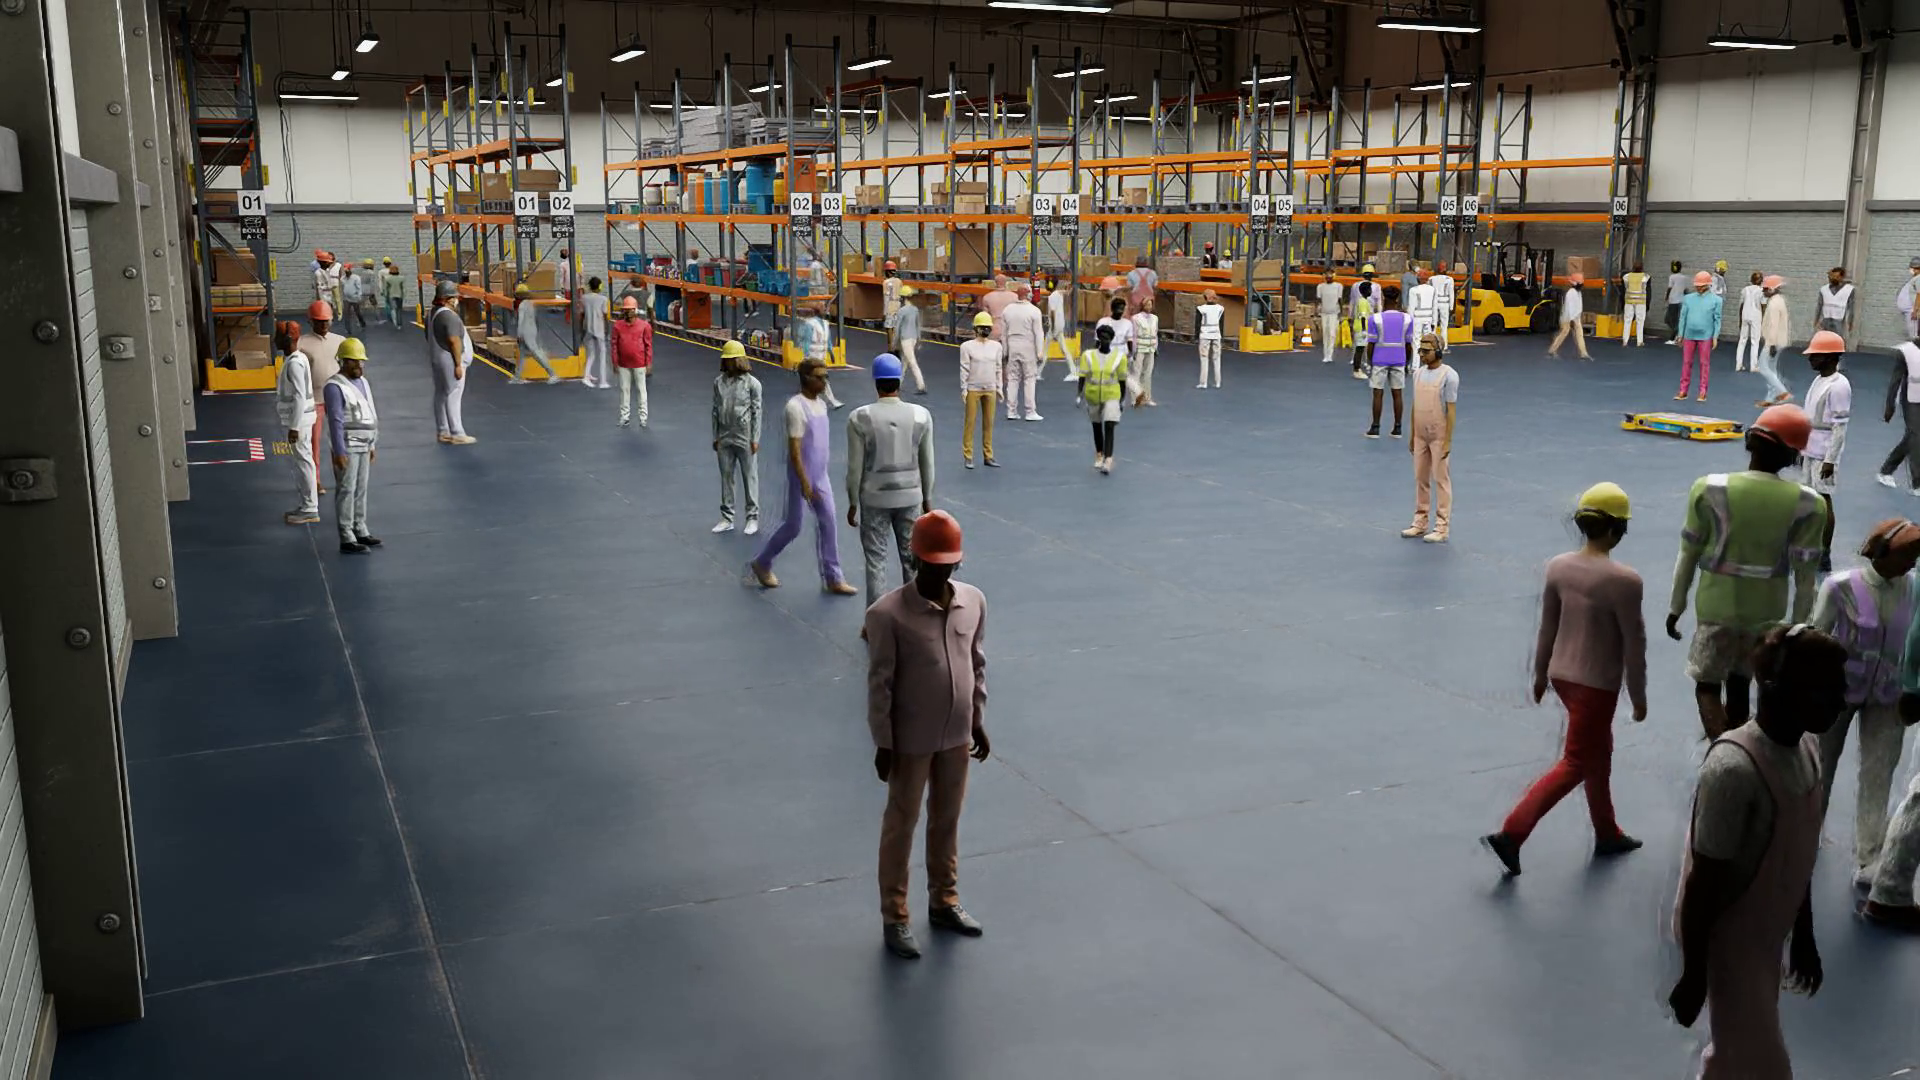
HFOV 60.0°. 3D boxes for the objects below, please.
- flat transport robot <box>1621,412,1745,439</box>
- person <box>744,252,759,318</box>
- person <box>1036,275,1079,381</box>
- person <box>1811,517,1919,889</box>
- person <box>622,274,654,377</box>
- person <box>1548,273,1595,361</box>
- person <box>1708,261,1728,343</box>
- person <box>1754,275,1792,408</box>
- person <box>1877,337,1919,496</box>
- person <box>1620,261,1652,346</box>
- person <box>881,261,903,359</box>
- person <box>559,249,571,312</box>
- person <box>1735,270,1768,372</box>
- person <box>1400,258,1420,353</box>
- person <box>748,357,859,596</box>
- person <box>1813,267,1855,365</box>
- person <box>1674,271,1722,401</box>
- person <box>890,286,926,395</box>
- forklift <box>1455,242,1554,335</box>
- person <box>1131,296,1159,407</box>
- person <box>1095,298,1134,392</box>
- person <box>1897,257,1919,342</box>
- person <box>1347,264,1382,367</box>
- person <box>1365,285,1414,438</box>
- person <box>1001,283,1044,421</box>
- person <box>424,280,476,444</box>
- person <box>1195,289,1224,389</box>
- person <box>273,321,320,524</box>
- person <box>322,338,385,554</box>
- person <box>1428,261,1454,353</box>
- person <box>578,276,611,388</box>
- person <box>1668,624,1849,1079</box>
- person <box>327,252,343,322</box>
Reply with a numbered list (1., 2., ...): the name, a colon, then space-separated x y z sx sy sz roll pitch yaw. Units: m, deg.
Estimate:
1. flat transport robot: 9.408 -1.495 21.641 0.652 0.197 1.431 -5 12 -25
2. person: -5.789 -7.030 45.815 0.551 1.818 0.994 -5 12 -22
3. person: 1.636 -3.638 28.596 0.969 1.822 0.517 7 13 30
4. person: 3.924 0.681 7.228 0.568 1.583 0.861 2 11 12
5. person: -5.626 -3.745 29.167 0.574 1.800 0.910 0 11 -2
6. person: 11.999 -4.370 32.602 0.916 1.709 0.571 11 15 43
7. person: 16.816 -5.285 36.949 0.403 1.822 0.588 7 13 32
8. person: 11.918 -2.897 24.428 0.515 1.969 0.676 6 13 29
9. person: 9.911 -1.414 17.213 0.627 1.866 0.964 -3 12 -15
10. person: 14.688 -5.138 36.146 0.631 1.845 0.429 6 13 30
11. person: -1.364 -4.506 32.693 0.356 1.937 0.552 7 13 32
12. person: -11.488 -7.578 48.607 0.431 1.831 0.645 -3 12 -15
13. person: 14.421 -3.974 30.265 0.349 1.837 0.502 -8 14 -35
14. person: 9.312 -4.832 34.350 0.373 1.940 0.628 10 15 41
15. person: -1.207 -0.483 12.582 0.851 1.822 0.511 6 13 30
16. person: 15.808 -3.980 30.126 0.575 1.896 0.627 -10 15 -41
17. person: 11.335 -3.122 25.536 0.610 1.986 0.392 10 15 40
18. person: -0.865 -3.178 26.496 0.910 1.719 0.532 7 13 32
19. forklift: 13.047 -6.049 39.881 2.313 2.155 1.214 -5 12 -23
20. person: 2.753 -2.811 24.841 0.510 1.641 0.308 -8 14 -36
21. person: 2.220 -2.601 23.689 0.572 1.670 0.616 -3 11 -13
22. person: 18.564 -4.505 32.427 0.536 2.000 0.676 6 12 26
23. person: 7.630 -4.227 31.345 0.673 1.913 0.430 8 14 37
24. person: 5.506 -2.284 21.352 0.599 1.958 0.368 0 11 -2
25. person: 0.895 -2.607 23.126 0.651 1.906 0.403 8 14 34
26. person: -6.382 -2.231 20.871 0.536 2.000 0.682 -10 15 -41
27. person: 4.104 -3.301 27.353 0.515 1.636 0.314 -3 12 -15
28. person: -6.188 -1.097 15.510 0.354 1.883 0.573 -4 12 -19
29. person: -5.156 -0.805 14.162 0.404 1.829 0.591 1 11 6
30. person: 9.887 -4.784 34.235 0.574 1.887 0.355 9 14 37
31. person: -6.043 -3.413 27.421 0.550 1.841 0.509 3 12 15
32. person: 2.119 1.105 4.445 0.394 1.828 0.521 10 15 42
33. person: -16.623 -6.704 44.084 0.569 1.849 0.384 1 11 3
